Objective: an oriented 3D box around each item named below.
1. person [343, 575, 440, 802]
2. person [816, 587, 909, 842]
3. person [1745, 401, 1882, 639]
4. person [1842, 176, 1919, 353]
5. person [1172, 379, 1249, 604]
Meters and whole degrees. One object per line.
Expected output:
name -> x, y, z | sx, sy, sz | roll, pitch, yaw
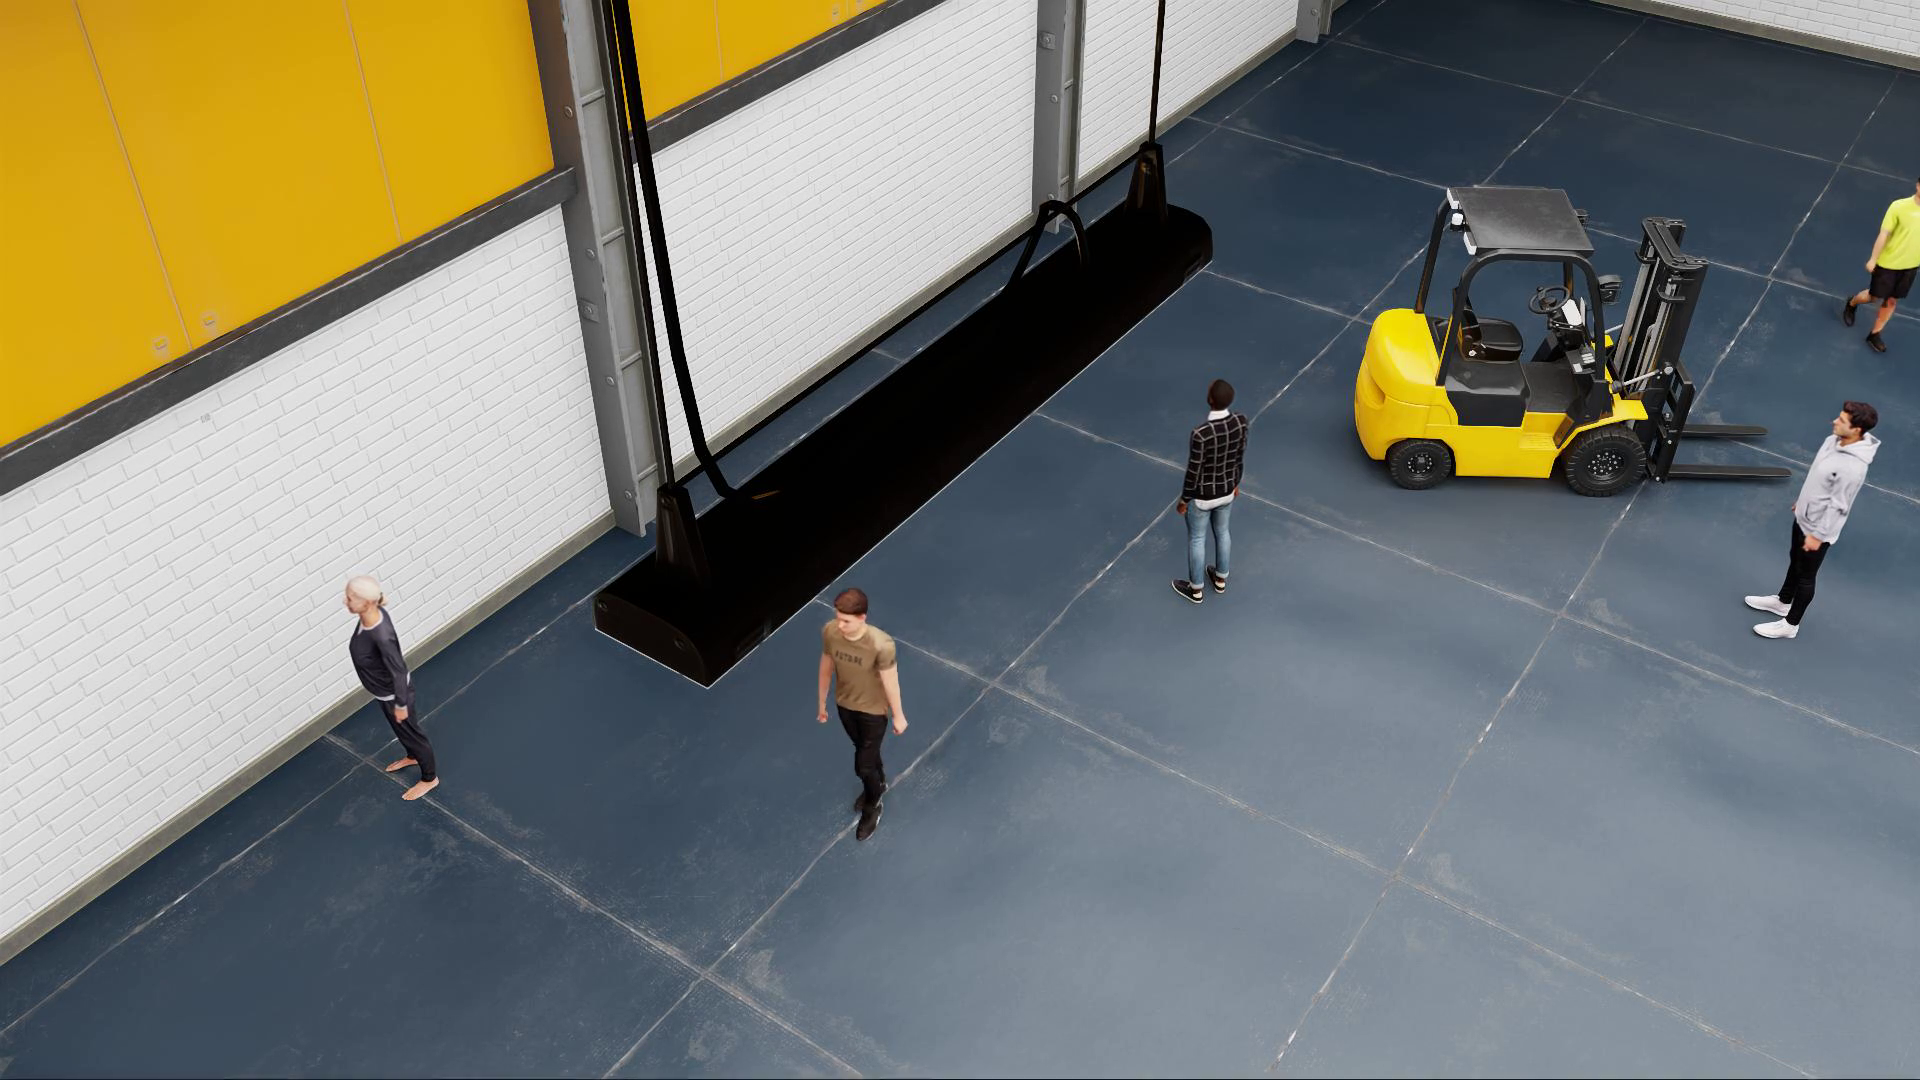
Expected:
person -> -3.555, 0.889, 10.396 | 0.658, 1.725, 0.678 | -21, 43, -24
person -> -0.539, 0.963, 10.215 | 0.717, 1.836, 0.756 | 21, 43, 24
person -> 5.966, -0.150, 11.533 | 0.833, 1.930, 0.698 | 6, 39, 8
person -> 8.251, -2.521, 14.690 | 0.876, 1.695, 0.965 | -1, 39, -1
person -> 1.795, -0.346, 11.867 | 0.650, 1.819, 0.801 | -18, 42, -22
